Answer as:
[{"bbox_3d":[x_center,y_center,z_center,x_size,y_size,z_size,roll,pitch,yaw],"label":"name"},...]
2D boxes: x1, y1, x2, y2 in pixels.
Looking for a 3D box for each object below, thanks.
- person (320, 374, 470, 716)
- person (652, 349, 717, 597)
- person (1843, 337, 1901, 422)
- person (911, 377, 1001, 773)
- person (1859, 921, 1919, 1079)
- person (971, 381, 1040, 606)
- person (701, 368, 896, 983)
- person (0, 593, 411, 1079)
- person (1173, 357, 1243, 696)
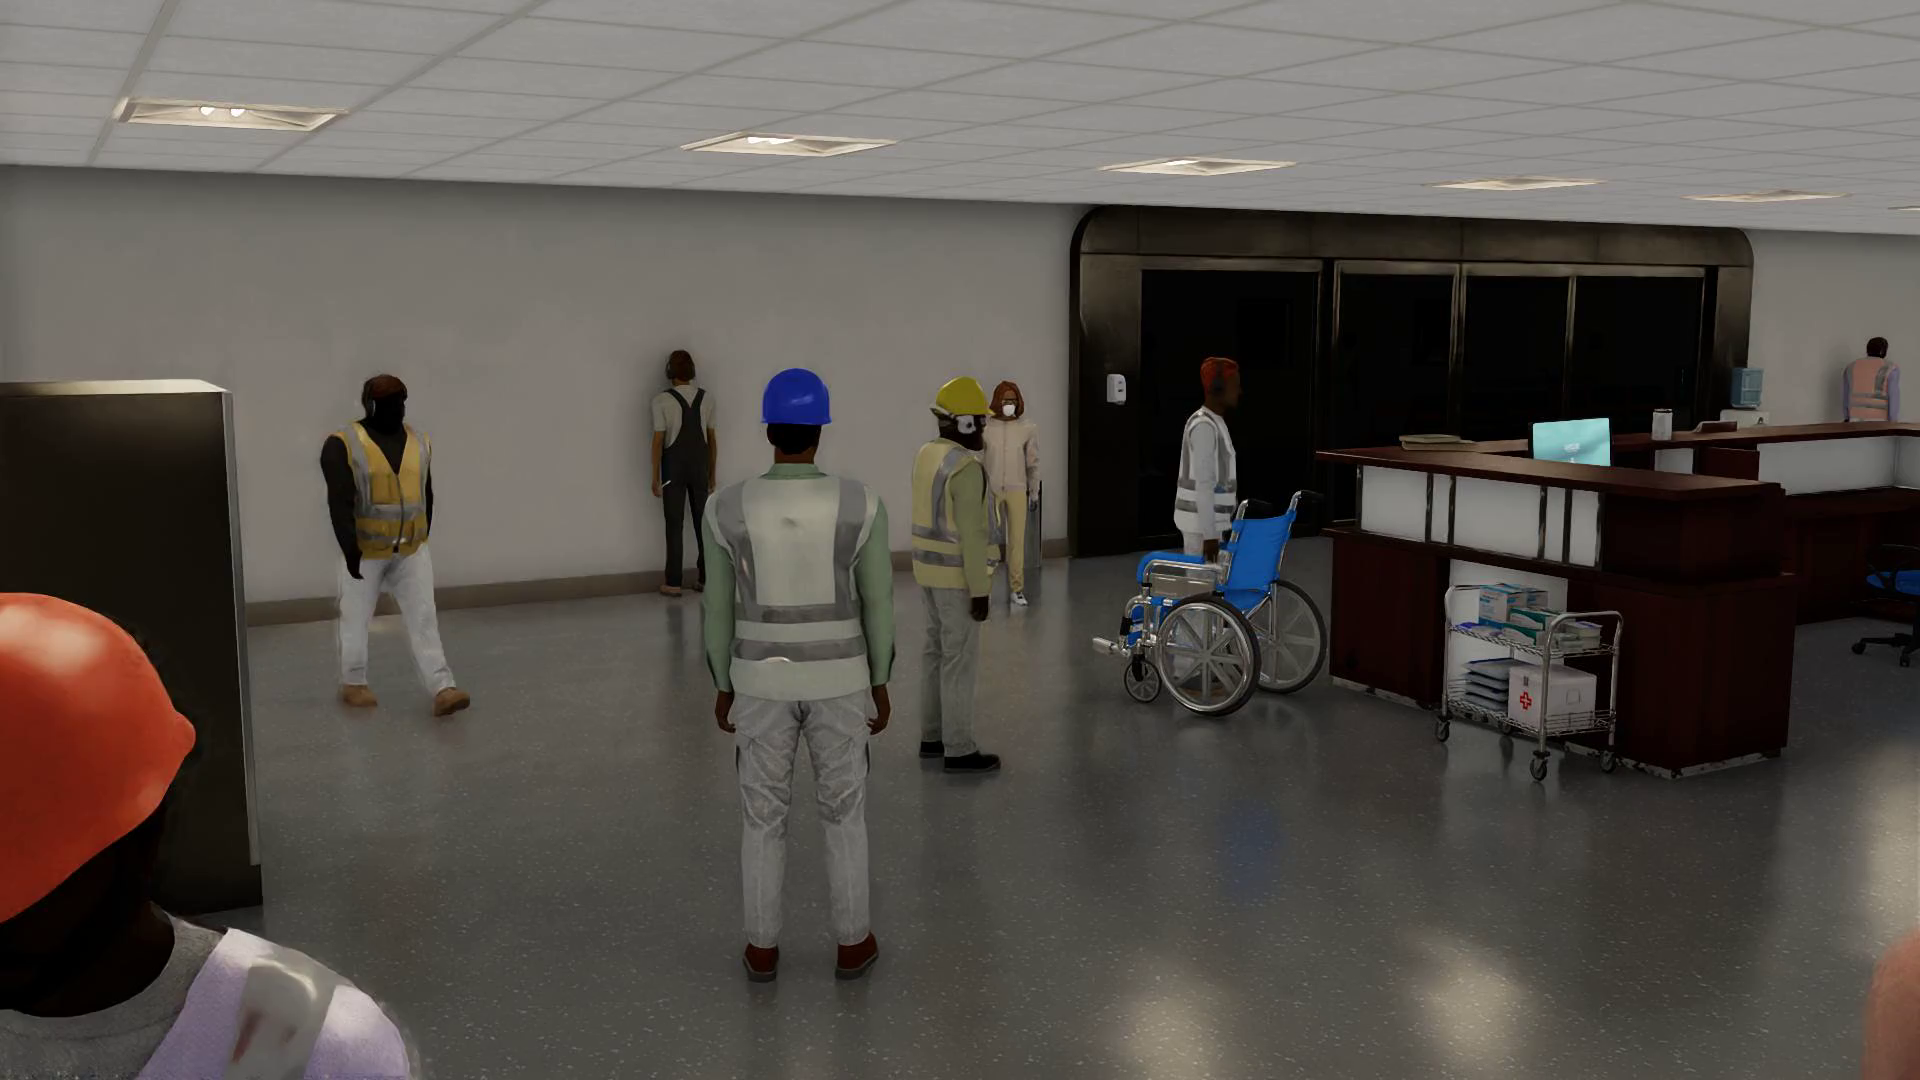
[{"bbox_3d":[-2.990,0.038,8.714,0.968,1.791,0.629,8,11,44],"label":"person"},{"bbox_3d":[-2.047,-0.494,12.385,0.506,1.838,0.338,-5,9,-32],"label":"person"},{"bbox_3d":[10.441,-1.410,19.078,0.431,1.832,0.645,-5,9,-31],"label":"person"},{"bbox_3d":[-0.014,0.161,7.706,0.403,1.827,0.600,-3,8,-22],"label":"person"},{"bbox_3d":[1.245,0.984,1.950,0.522,1.769,0.318,-4,9,-26],"label":"person"},{"bbox_3d":[0.324,-0.328,11.963,0.504,1.627,0.285,-1,8,-6],"label":"person"},{"bbox_3d":[-0.503,0.436,5.254,0.603,1.949,0.384,0,8,-2],"label":"person"},{"bbox_3d":[-0.797,0.967,1.552,0.727,1.909,0.573,1,8,6],"label":"person"},{"bbox_3d":[1.373,-0.077,9.232,0.362,1.872,0.597,2,8,15],"label":"person"}]
